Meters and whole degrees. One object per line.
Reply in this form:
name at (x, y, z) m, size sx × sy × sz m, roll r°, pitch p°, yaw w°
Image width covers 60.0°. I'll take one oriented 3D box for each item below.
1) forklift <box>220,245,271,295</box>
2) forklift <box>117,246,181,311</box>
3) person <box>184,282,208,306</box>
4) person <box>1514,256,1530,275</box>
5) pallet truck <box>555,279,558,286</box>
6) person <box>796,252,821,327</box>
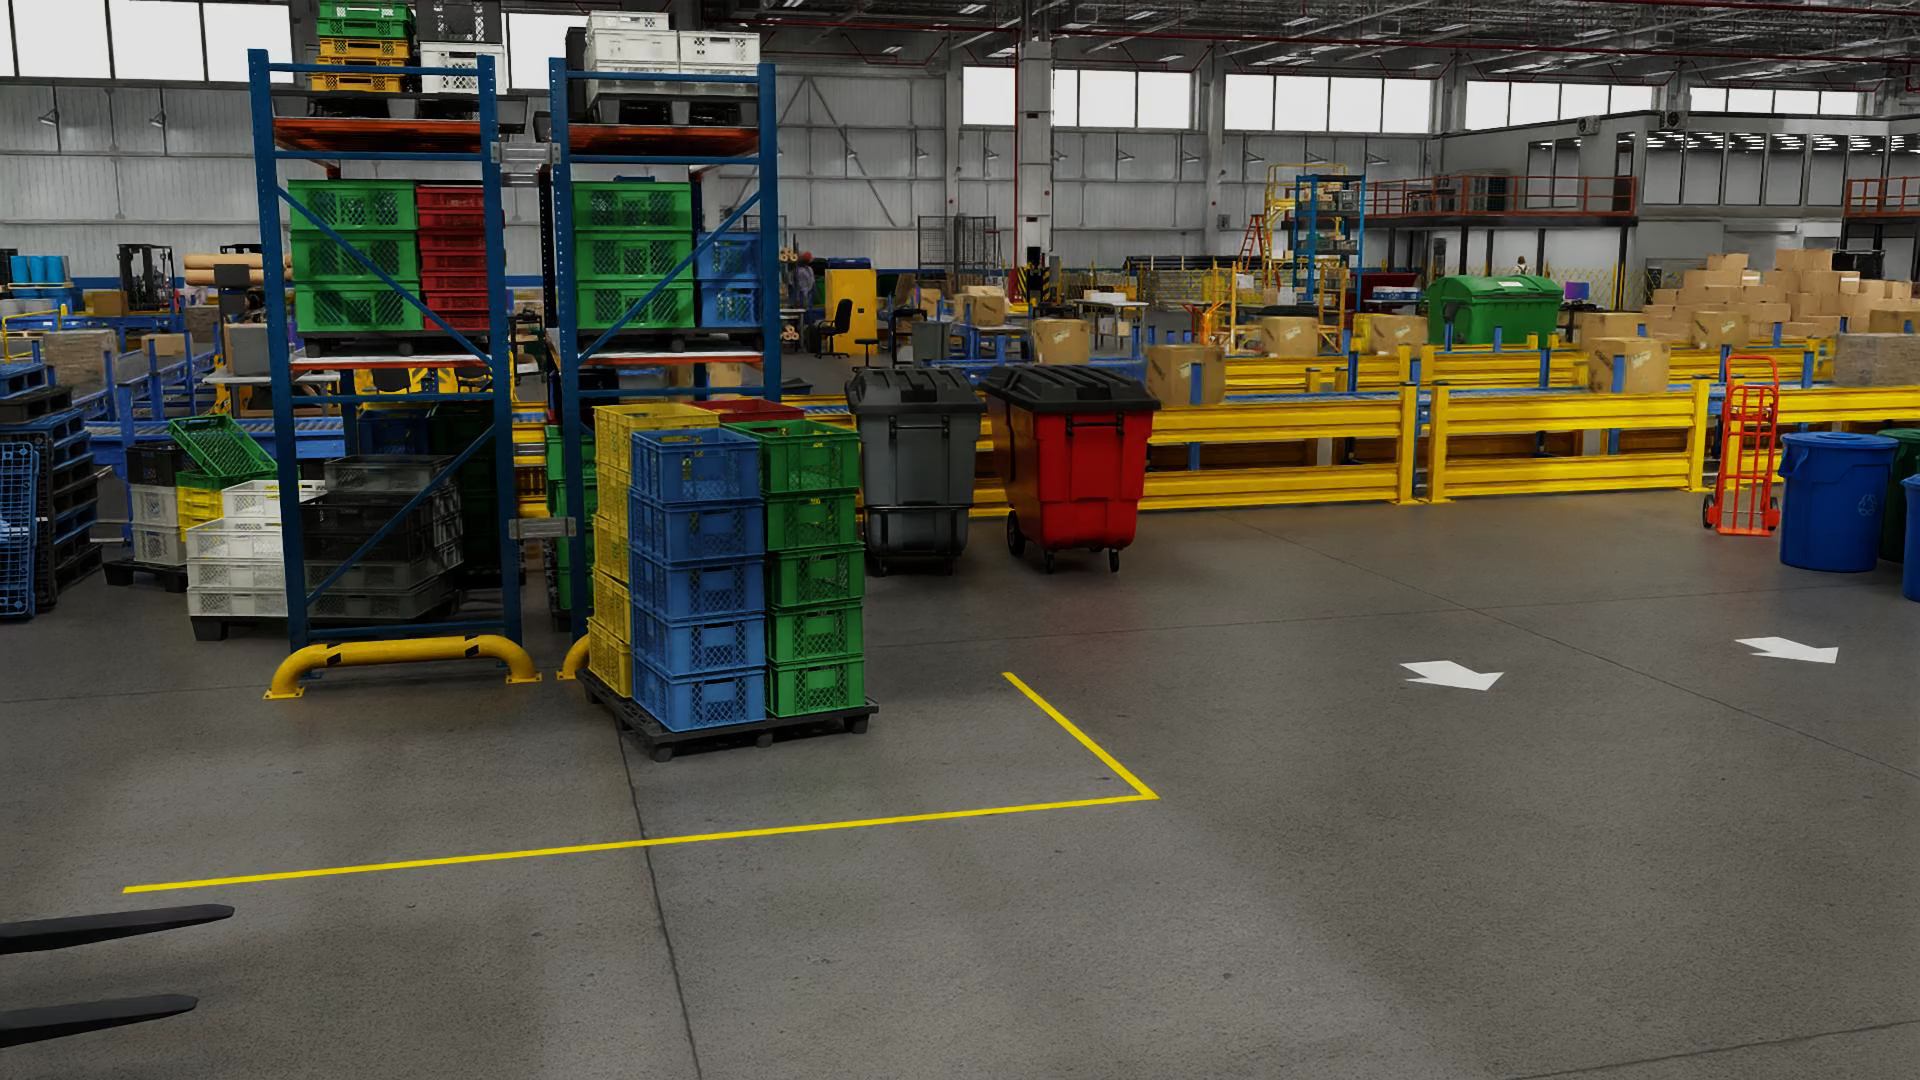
forklift at (-17.749, -6.334, 41.440) m, size 1.157 × 1.987 × 2.680 m, roll -3°, pitch 10°, yaw -17°
forklift at (-19.966, -6.232, 40.894) m, size 1.157 × 1.987 × 2.680 m, roll -3°, pitch 10°, yaw -15°
person at (-15.603, -4.804, 33.936) m, size 0.639 × 1.901 × 0.406 m, roll 7°, pitch 12°, yaw 36°
person at (16.708, -7.535, 49.568) m, size 0.504 × 1.839 × 0.344 m, roll -1°, pitch 10°, yaw -5°
pallet truck at (-10.604, -6.375, 44.520) m, size 0.653 × 1.274 × 1.630 m, roll -3°, pitch 10°, yaw -15°
person at (-3.645, -5.842, 39.576) m, size 1.051 × 1.994 × 0.632 m, roll 3°, pitch 11°, yaw 19°
